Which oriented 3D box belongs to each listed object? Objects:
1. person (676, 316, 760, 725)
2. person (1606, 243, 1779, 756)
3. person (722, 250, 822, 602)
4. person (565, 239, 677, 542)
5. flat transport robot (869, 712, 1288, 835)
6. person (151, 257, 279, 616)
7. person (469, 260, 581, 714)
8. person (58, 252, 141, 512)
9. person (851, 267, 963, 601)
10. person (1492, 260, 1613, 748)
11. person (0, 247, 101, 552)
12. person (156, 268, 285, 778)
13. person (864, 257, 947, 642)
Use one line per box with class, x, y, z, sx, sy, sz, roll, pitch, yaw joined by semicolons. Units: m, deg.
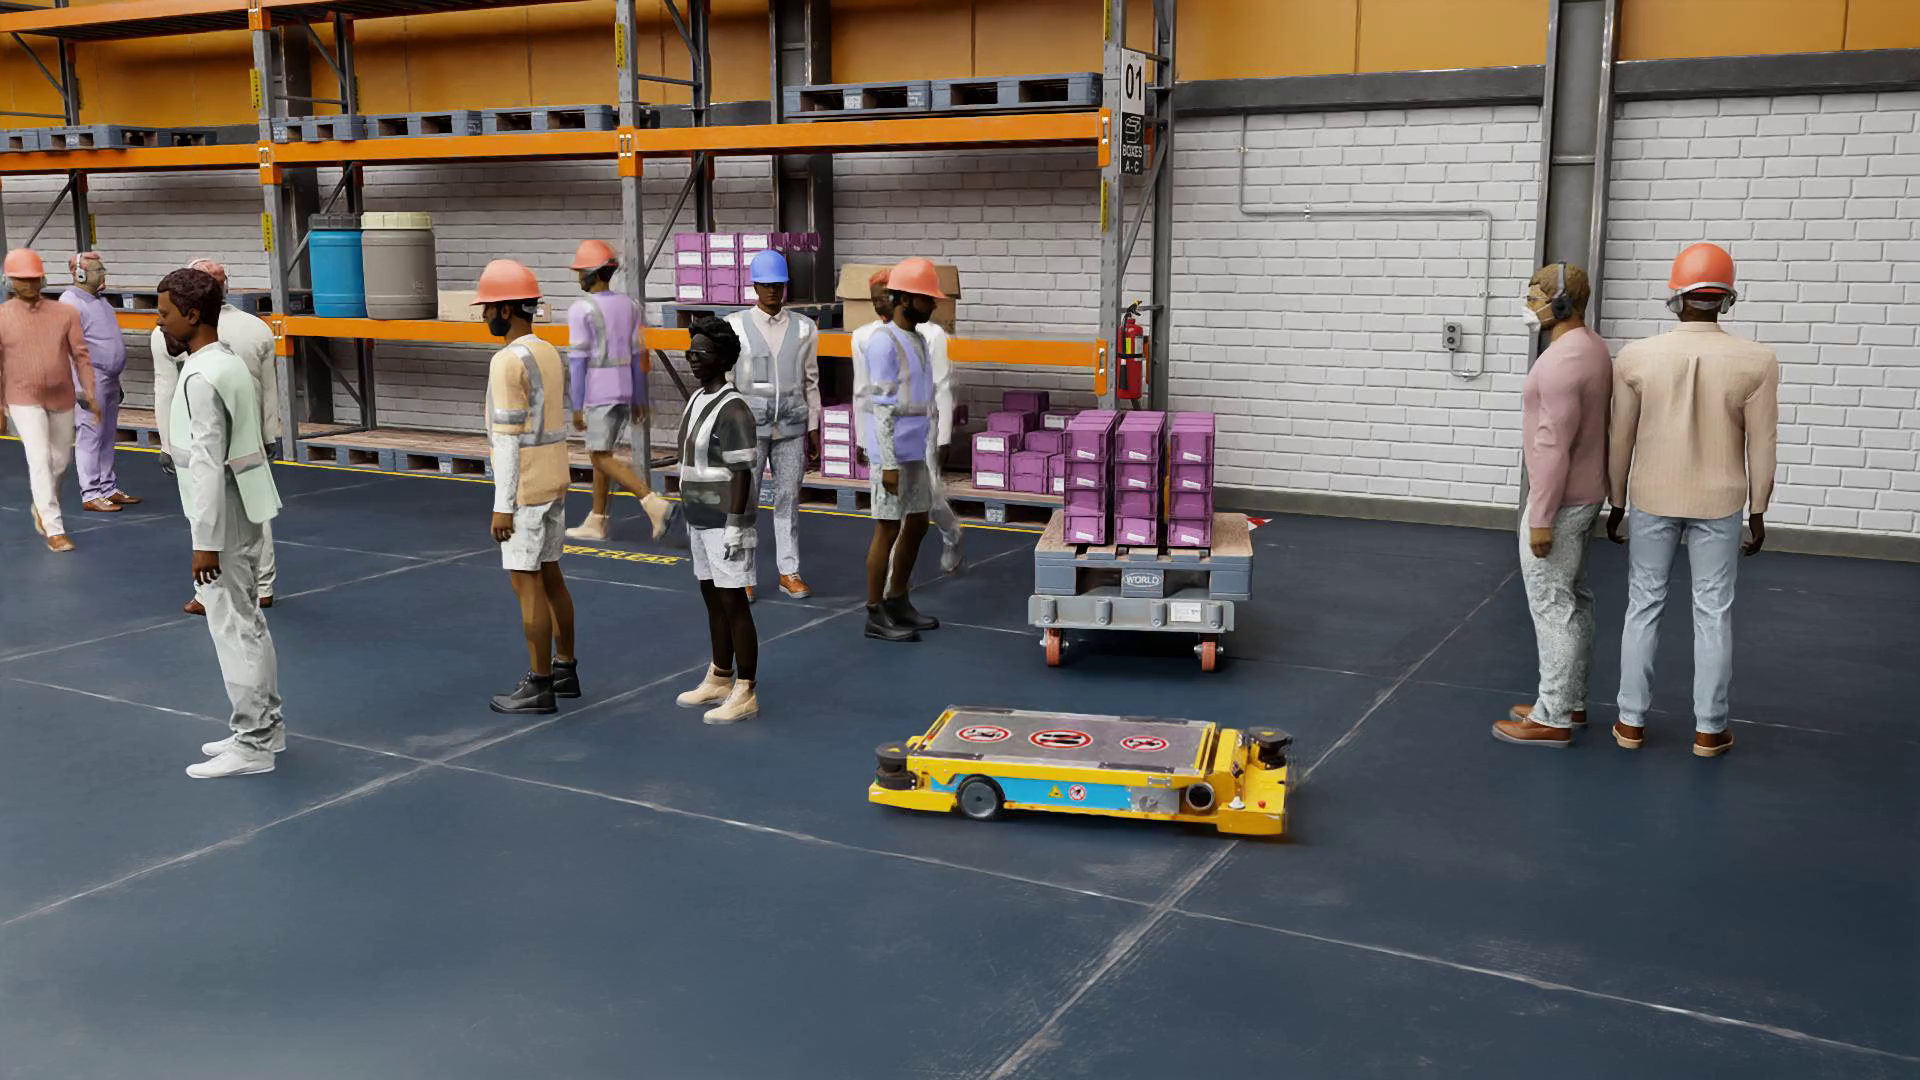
person;-1.021;-0.085;6.971;0.315;1.699;0.540;-6;12;-29
person;2.840;-0.148;6.502;0.612;1.997;0.375;5;11;26
person;-1.059;-0.627;9.262;0.603;1.949;0.397;-4;11;-22
person;-2.244;-0.946;10.871;0.877;2.017;0.607;5;11;26
flat transport robot;0.445;0.809;5.989;1.431;0.197;0.652;2;11;12
person;-3.990;-0.548;8.936;0.408;1.913;0.641;10;14;44
person;-1.865;-0.218;7.096;0.388;1.929;0.539;1;10;5
person;-6.399;-1.171;12.351;0.409;1.913;0.642;-1;10;-5
person;-0.280;-0.617;9.466;0.593;1.862;0.722;4;11;20
person;2.393;-0.138;6.641;0.366;1.931;0.635;6;12;31
person;-6.068;-0.938;10.949;0.951;1.966;0.607;10;14;43
person;-2.772;-0.061;6.285;0.391;1.911;0.585;-3;11;-18
person;-0.267;-0.443;8.333;0.407;1.923;0.544;5;11;24
